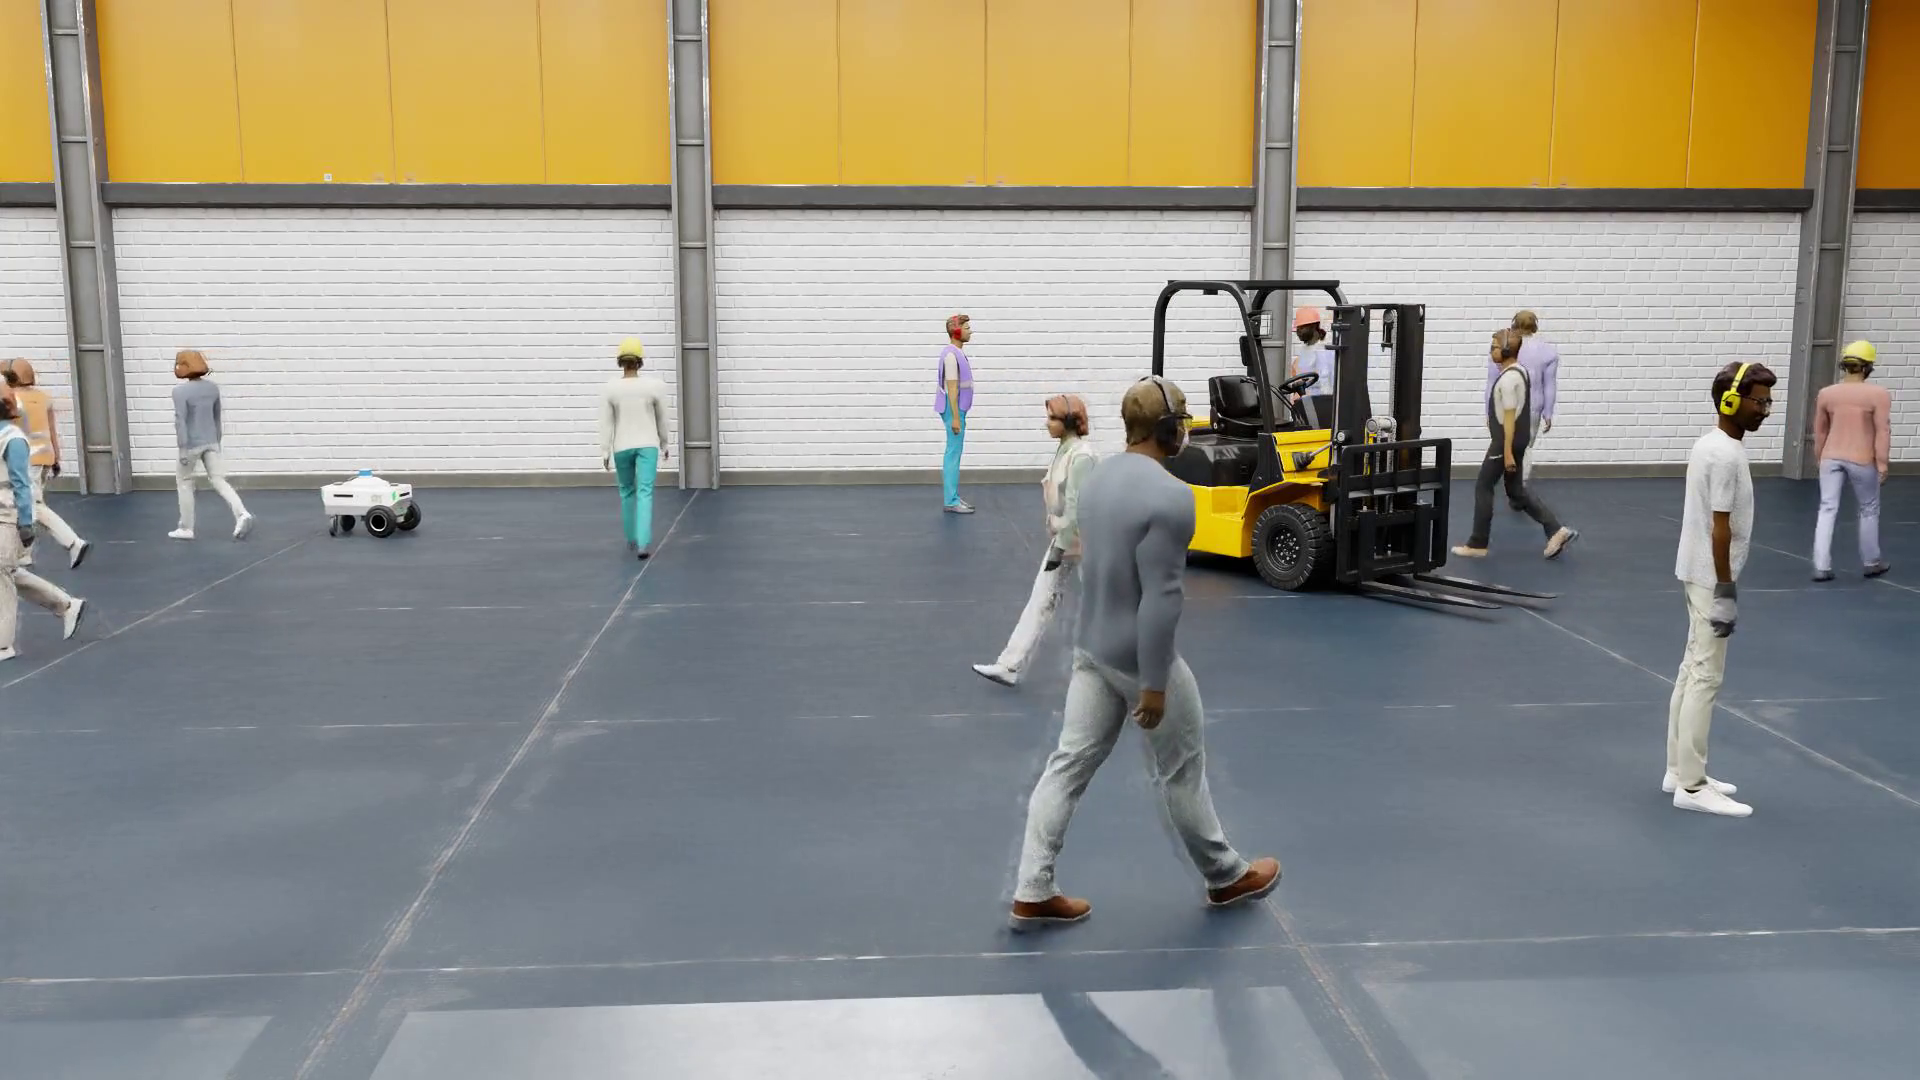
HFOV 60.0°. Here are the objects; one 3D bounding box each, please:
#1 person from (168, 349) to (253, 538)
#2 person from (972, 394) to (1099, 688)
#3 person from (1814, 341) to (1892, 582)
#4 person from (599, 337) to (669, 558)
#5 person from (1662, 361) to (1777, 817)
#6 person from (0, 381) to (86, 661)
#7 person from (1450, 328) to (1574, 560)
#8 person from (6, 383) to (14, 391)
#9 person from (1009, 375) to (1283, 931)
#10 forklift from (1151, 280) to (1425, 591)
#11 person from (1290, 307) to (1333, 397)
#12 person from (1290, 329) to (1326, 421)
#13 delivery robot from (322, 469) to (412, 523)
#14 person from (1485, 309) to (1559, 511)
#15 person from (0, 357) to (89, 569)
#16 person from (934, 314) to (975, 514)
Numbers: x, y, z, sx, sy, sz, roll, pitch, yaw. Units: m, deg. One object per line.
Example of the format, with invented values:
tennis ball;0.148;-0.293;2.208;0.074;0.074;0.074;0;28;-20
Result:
person;-6.317;-0.797;13.891;0.760;1.606;0.504;4;10;22
person;0.525;0.037;8.751;0.884;1.586;0.515;-3;9;-16
person;6.514;-0.569;12.085;0.818;1.735;0.561;-7;12;-39
person;-2.576;-0.735;13.197;0.531;1.757;0.683;-1;9;-4
person;3.152;0.192;6.910;0.335;1.865;0.519;3;9;17
person;-5.464;-0.116;9.635;0.516;1.625;0.655;8;12;41
person;4.316;-0.734;12.892;0.835;1.819;0.519;6;11;33
person;-7.838;-0.727;13.400;0.500;1.633;0.285;-7;11;-36
person;0.611;0.385;5.654;1.035;1.878;0.652;-5;10;-26
forklift;2.301;-0.860;12.475;1.214;2.155;2.313;-6;11;-35
person;3.340;-1.236;15.722;0.520;1.909;0.682;-2;9;-12
person;3.543;-1.299;16.823;0.321;1.691;0.532;-5;10;-30
delivery robot;-5.073;-0.368;14.226;0.707;0.478;0.477;2;9;10
person;5.217;-1.189;15.461;0.628;1.915;0.812;2;9;11
person;-6.935;-0.574;12.511;0.765;1.608;0.523;1;9;8
person;-0.048;-1.174;15.526;0.385;1.849;0.569;0;9;3
